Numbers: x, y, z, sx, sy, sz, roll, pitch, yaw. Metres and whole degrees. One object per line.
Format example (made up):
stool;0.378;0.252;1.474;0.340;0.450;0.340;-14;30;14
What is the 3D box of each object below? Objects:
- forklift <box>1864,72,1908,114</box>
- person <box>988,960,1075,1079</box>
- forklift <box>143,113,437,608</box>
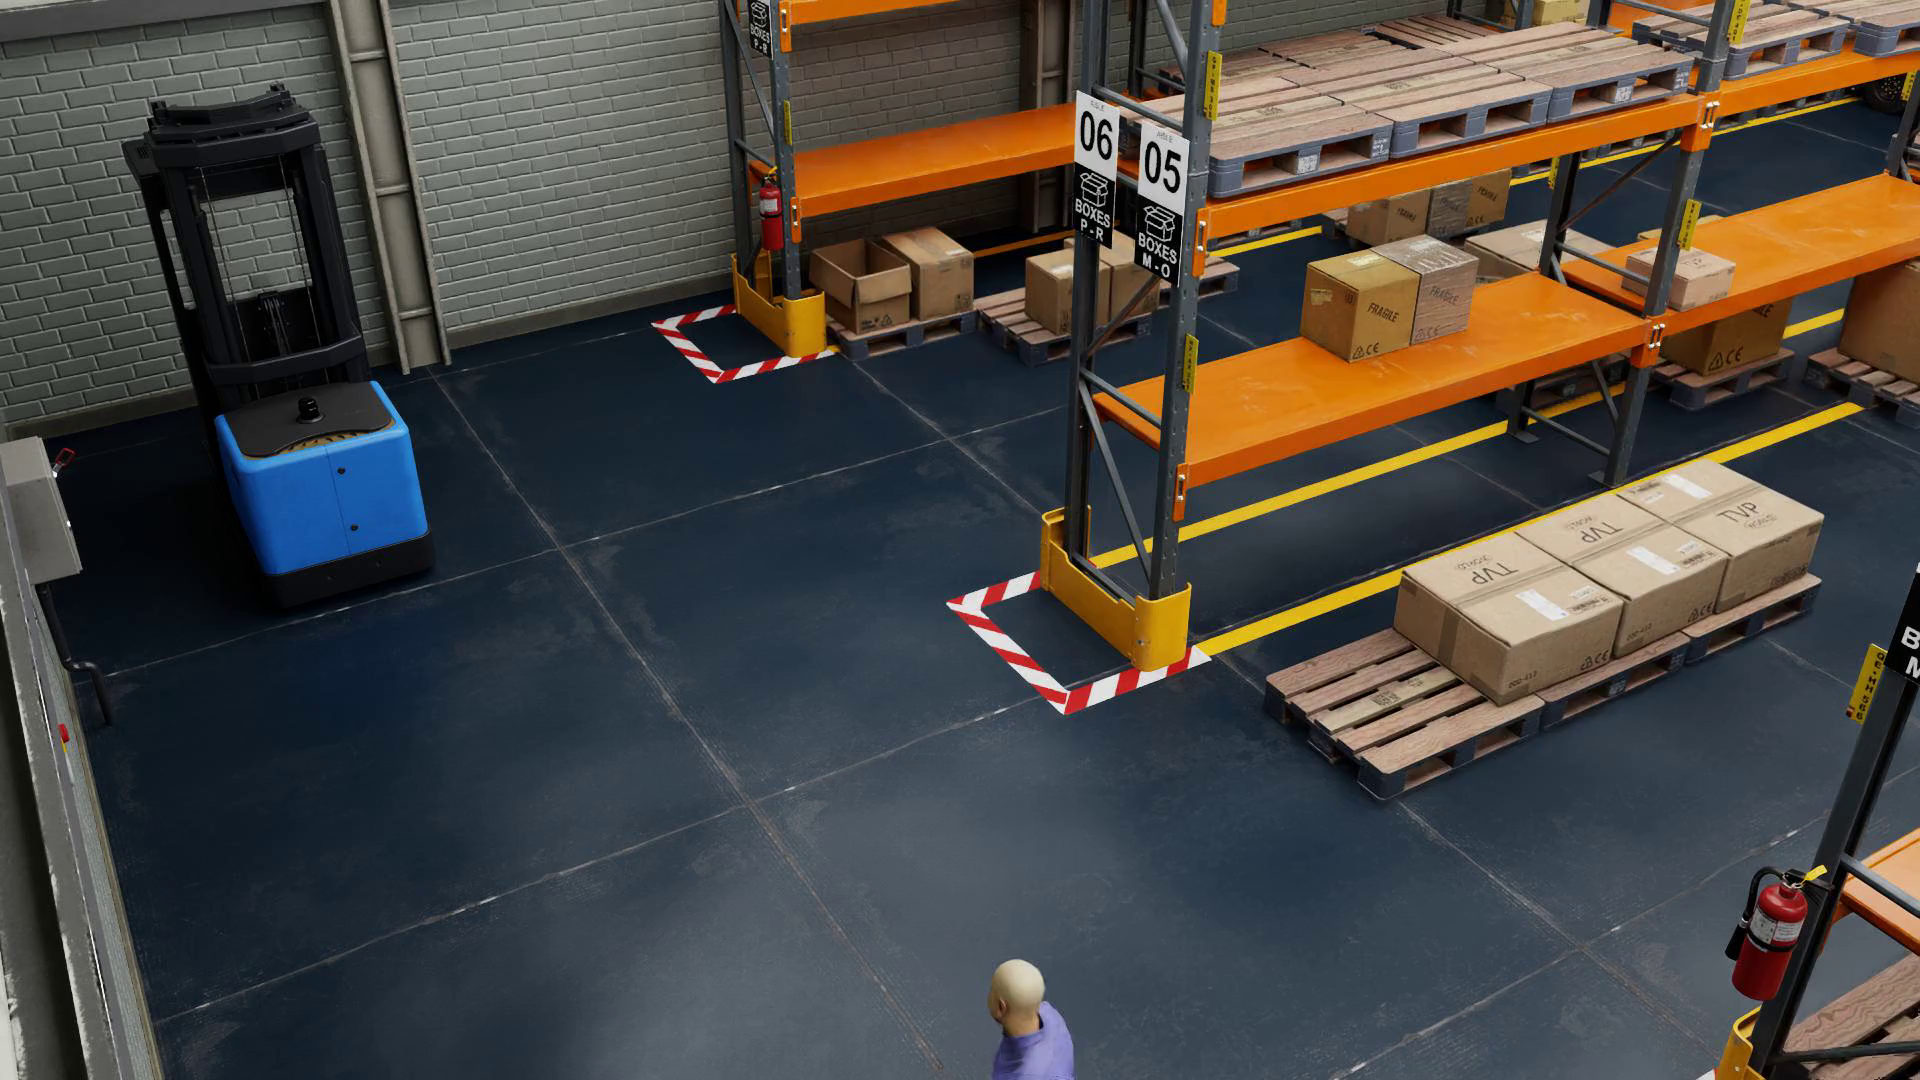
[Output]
forklift;11.468;-5.645;18.244;1.214;2.155;2.313;-17;36;-26
person;0.279;2.222;5.925;0.426;1.763;0.628;7;32;10
forklift;-4.289;-1.259;10.509;1.129;2.768;1.873;-17;36;-26
